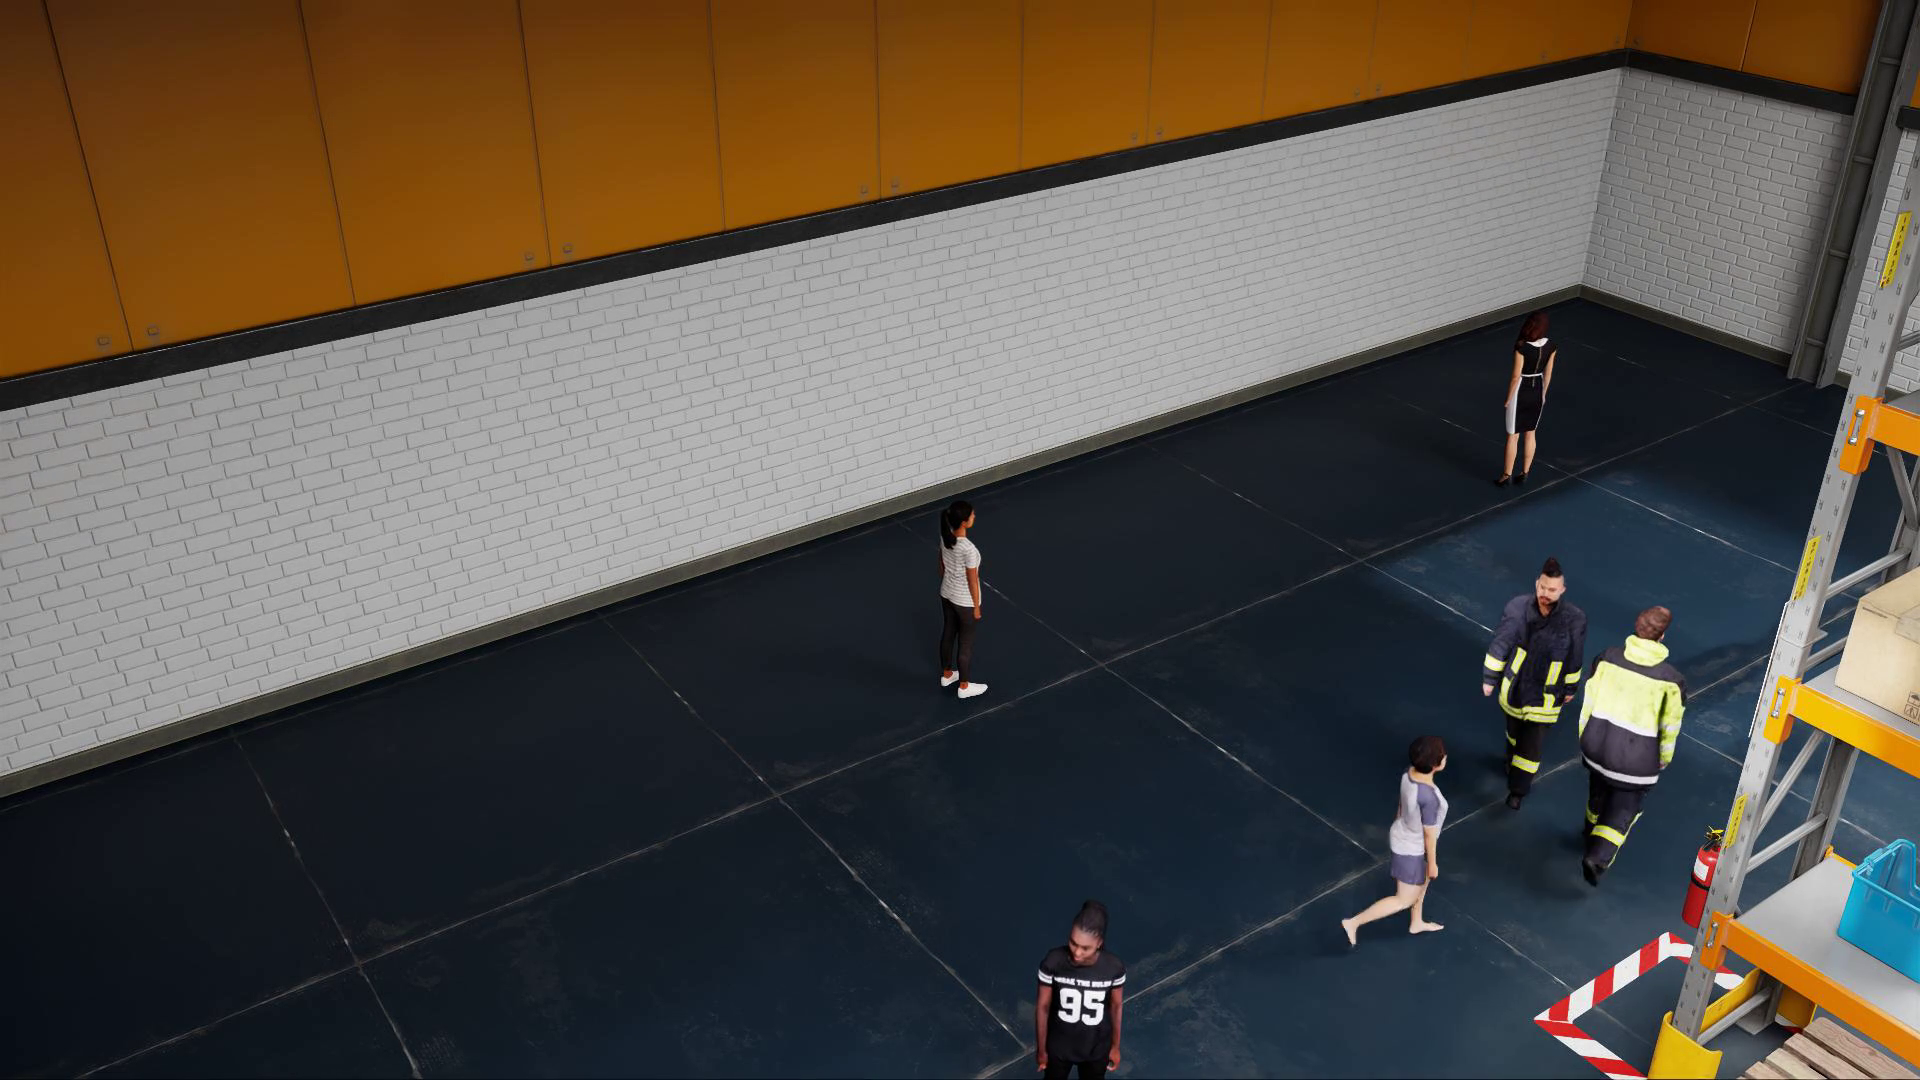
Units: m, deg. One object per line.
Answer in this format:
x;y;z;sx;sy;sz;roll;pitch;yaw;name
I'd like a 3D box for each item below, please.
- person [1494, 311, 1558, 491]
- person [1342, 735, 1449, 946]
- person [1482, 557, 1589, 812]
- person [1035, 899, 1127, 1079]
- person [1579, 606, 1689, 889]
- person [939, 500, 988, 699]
5.388;-1.326;15.833;0.639;1.796;0.602;-7;29;-12;person
2.724;1.882;10.216;0.926;1.542;0.956;-1;29;-3;person
4.042;0.932;11.659;1.174;1.829;1.109;16;33;27;person
0.614;2.610;8.683;0.710;1.732;0.744;0;29;1;person
4.270;1.346;10.768;1.160;1.954;1.036;21;35;33;person
-0.001;0.436;12.760;0.624;1.646;0.456;-19;34;-31;person
